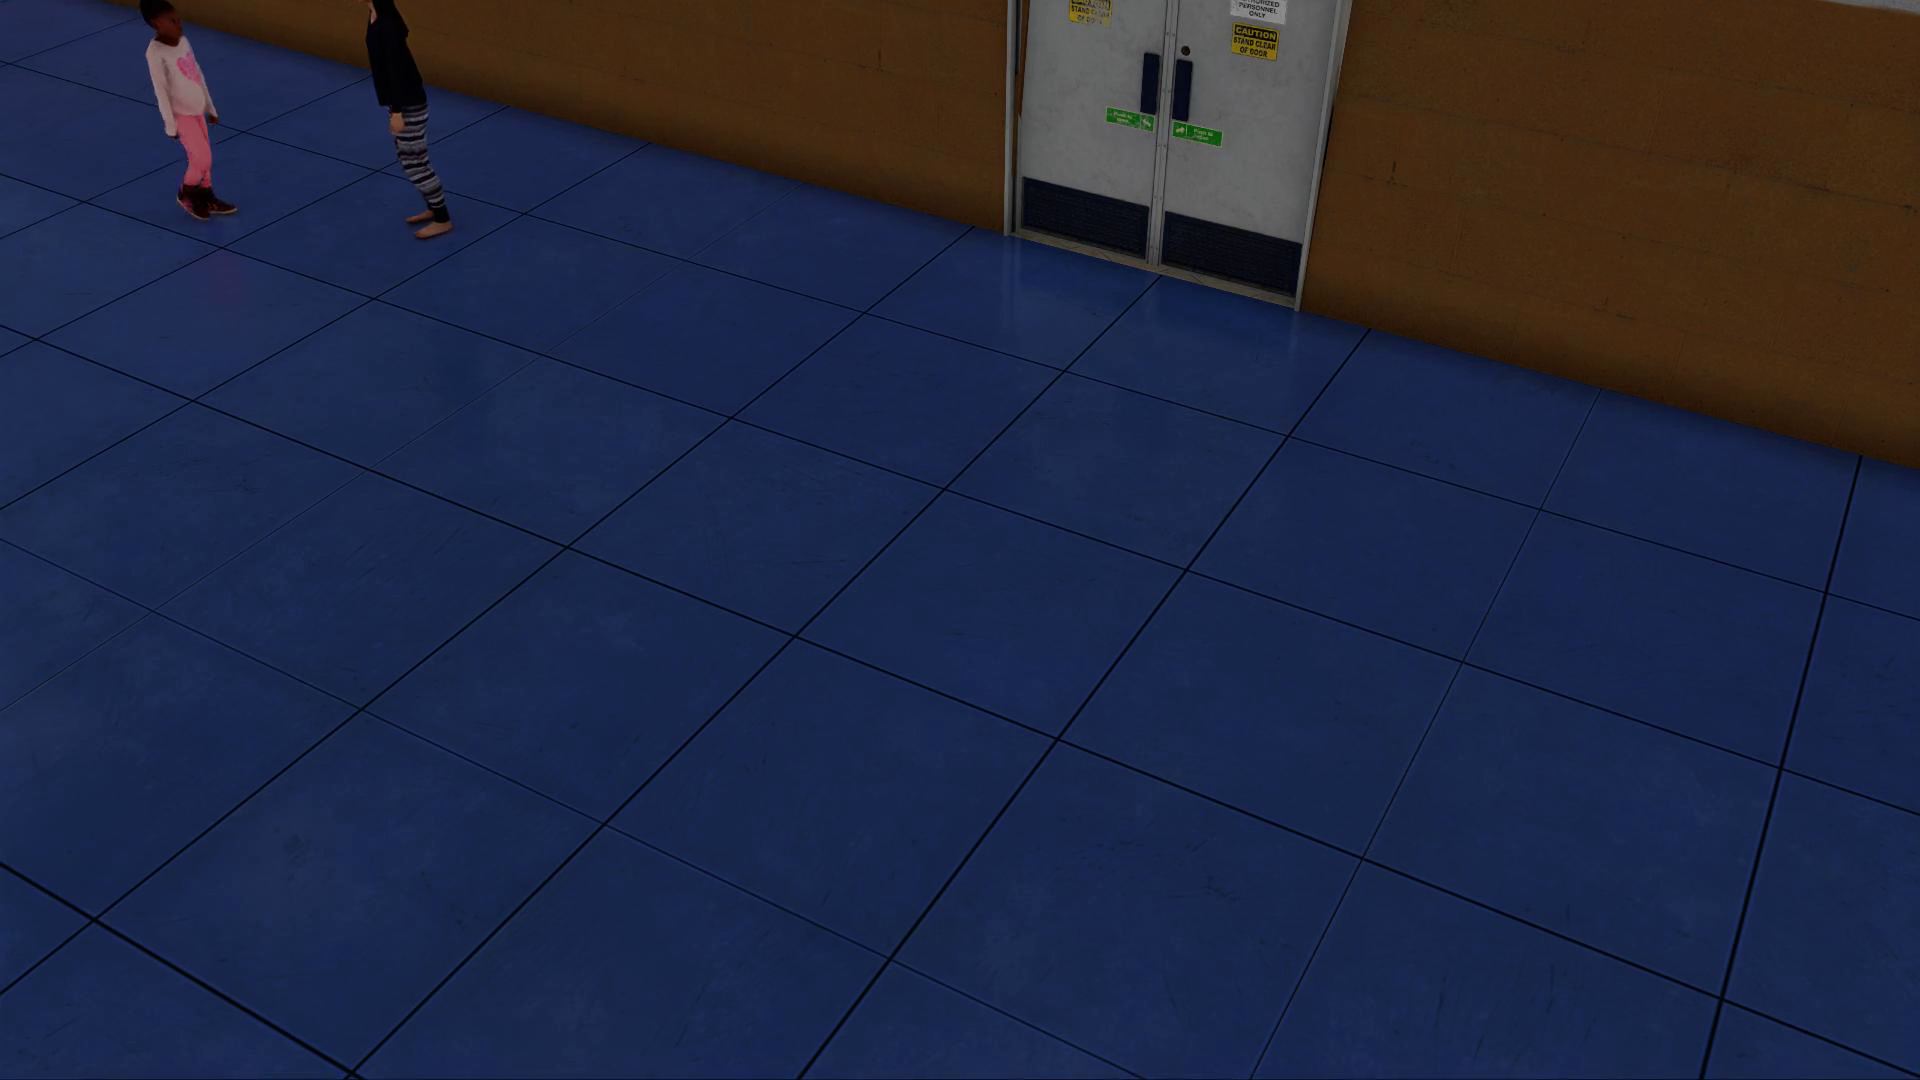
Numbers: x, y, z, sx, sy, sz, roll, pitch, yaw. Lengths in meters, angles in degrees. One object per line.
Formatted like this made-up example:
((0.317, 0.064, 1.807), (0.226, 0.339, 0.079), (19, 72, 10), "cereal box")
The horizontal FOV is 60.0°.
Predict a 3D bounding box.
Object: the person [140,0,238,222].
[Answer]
((-4.975, -2.728, 10.525), (0.698, 1.443, 0.604), (7, 37, 9), "person")

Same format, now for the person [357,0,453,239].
((-3.432, -2.726, 10.282), (0.700, 1.731, 0.684), (-17, 40, -21), "person")
